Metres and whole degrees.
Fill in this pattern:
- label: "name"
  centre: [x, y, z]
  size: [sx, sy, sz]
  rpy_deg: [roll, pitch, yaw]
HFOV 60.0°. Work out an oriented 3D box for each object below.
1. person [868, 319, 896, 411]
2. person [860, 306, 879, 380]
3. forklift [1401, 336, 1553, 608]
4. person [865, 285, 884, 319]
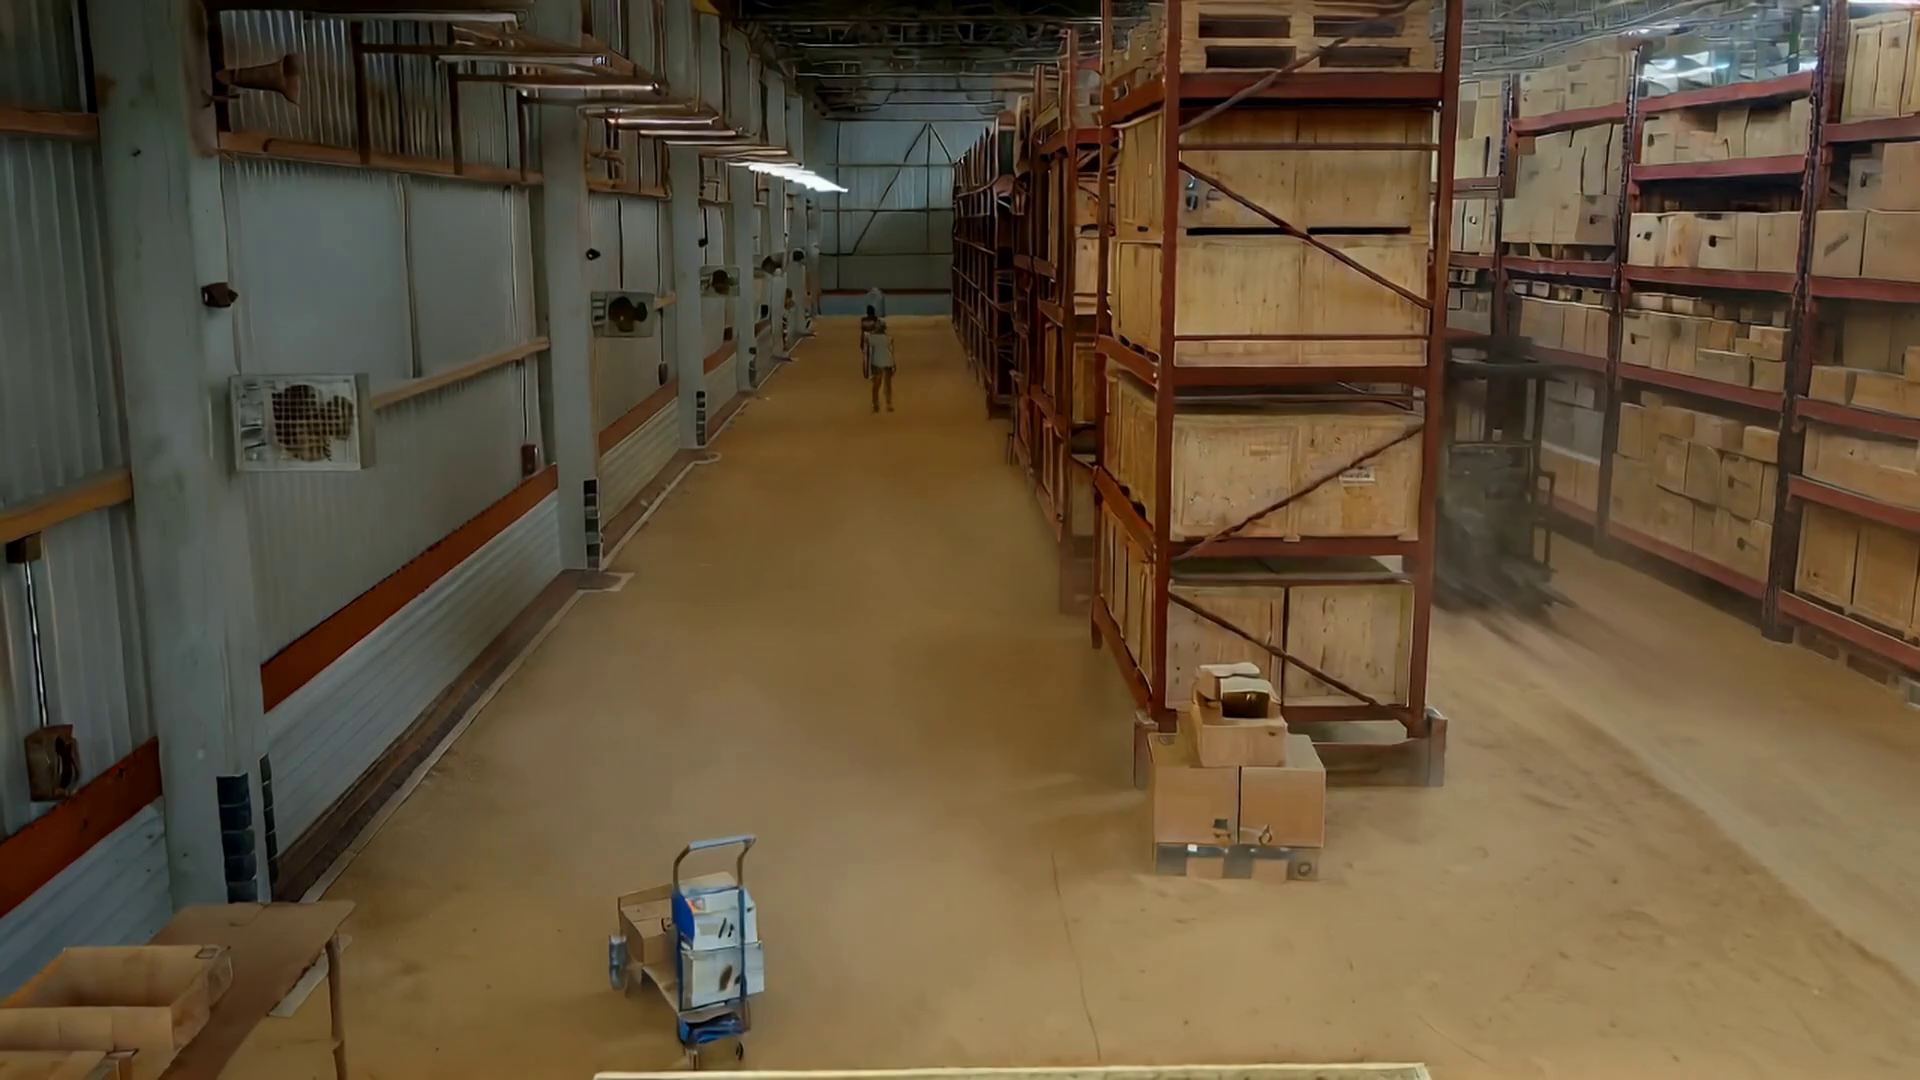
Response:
- label: "person"
  centre: [-1.673, -3.754, 35.723]
  size: [0.619, 1.986, 0.410]
  rpy_deg: [-3, 11, -16]
- label: "person"
  centre: [-2.274, -5.046, 42.657]
  size: [0.597, 1.906, 0.414]
  rpy_deg: [-2, 11, -9]
- label: "forklift"
  centre: [5.634, -0.817, 18.098]
  size: [1.129, 2.768, 1.873]
  rpy_deg: [0, 11, -2]
- label: "person"
  centre: [-2.890, -7.706, 56.557]
  size: [0.636, 1.880, 0.601]
  rpy_deg: [-1, 11, -6]
